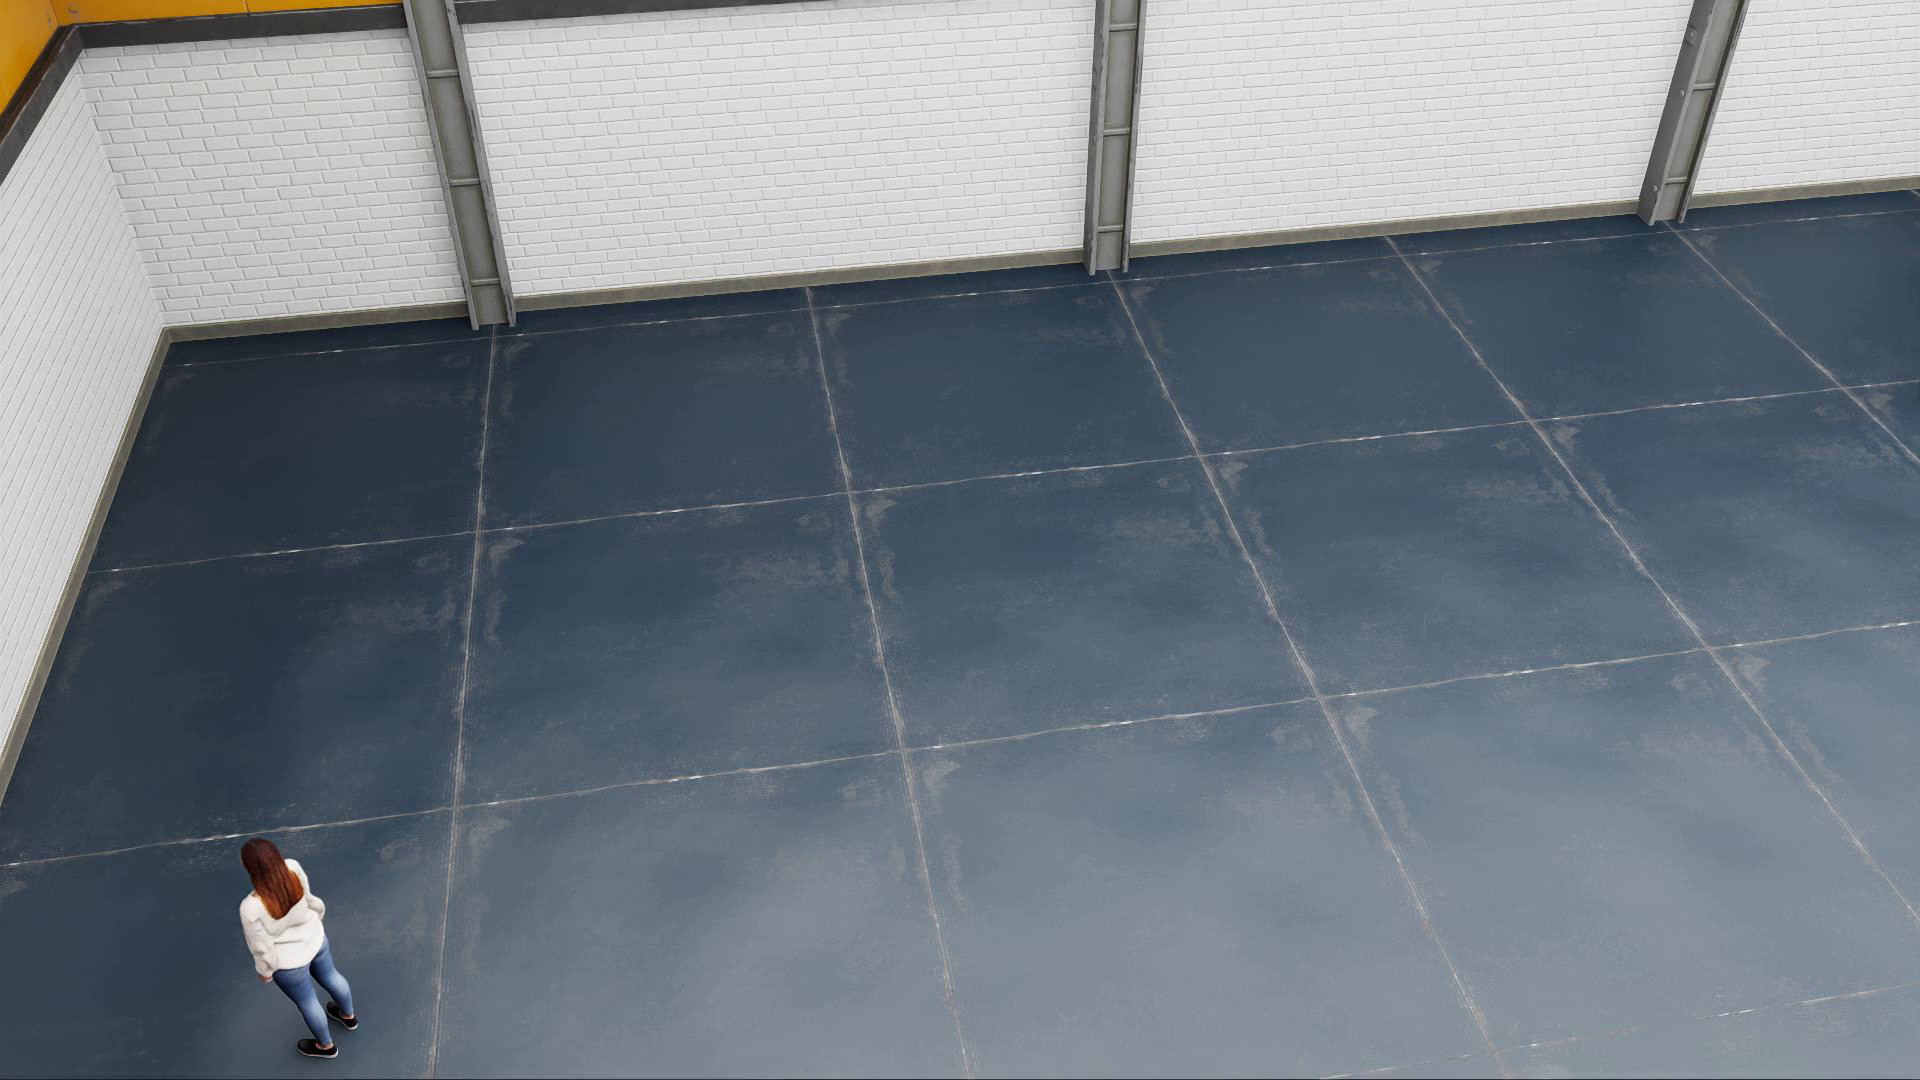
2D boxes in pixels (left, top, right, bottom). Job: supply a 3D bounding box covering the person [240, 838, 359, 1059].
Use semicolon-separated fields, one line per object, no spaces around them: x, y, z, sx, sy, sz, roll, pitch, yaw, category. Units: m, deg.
-3.639;2.226;9.110;0.729;1.691;0.707;15;41;18;person
